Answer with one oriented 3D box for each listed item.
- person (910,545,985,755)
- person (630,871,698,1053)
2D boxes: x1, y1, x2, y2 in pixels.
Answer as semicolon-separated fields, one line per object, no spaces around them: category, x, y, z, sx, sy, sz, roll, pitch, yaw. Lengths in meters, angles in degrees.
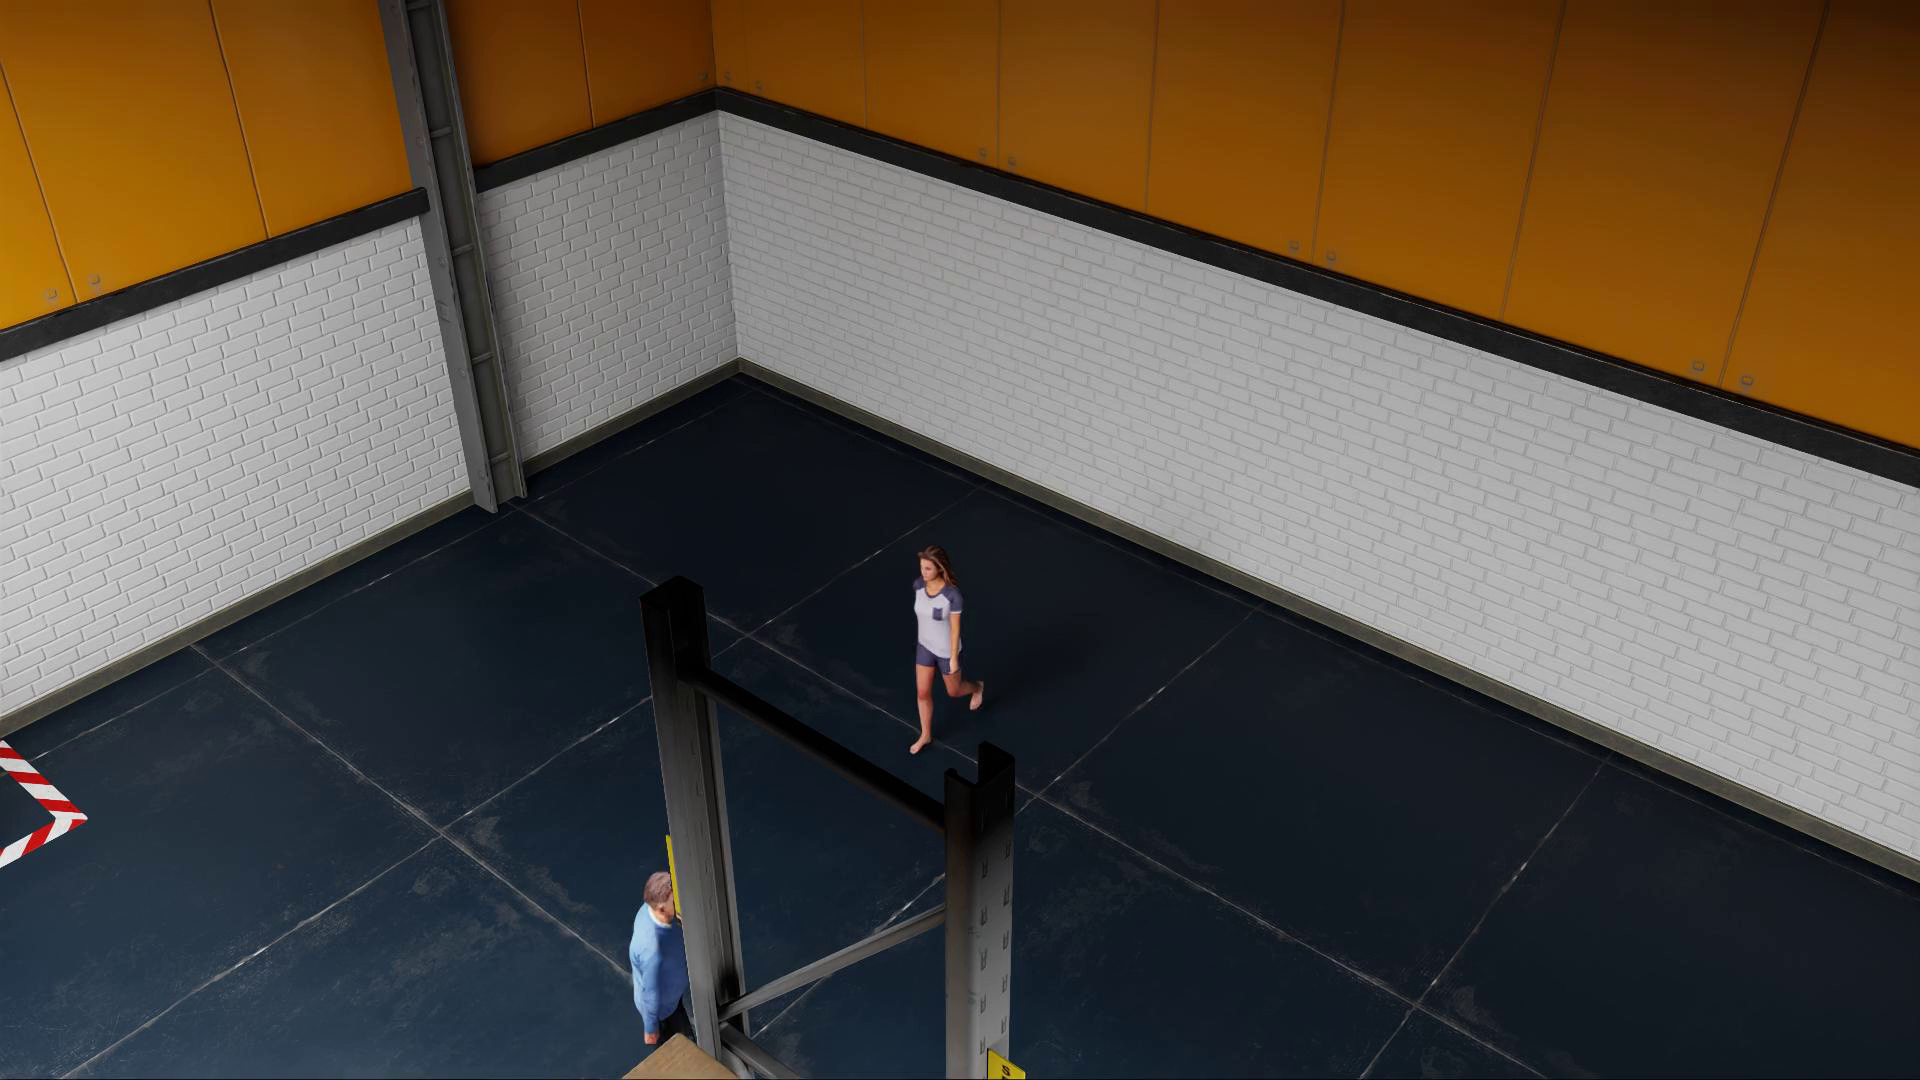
person;-0.089;0.756;12.121;0.662;1.698;1.027;22;39;29
person;-1.767;2.548;9.340;0.933;1.792;0.873;-4;34;-6
